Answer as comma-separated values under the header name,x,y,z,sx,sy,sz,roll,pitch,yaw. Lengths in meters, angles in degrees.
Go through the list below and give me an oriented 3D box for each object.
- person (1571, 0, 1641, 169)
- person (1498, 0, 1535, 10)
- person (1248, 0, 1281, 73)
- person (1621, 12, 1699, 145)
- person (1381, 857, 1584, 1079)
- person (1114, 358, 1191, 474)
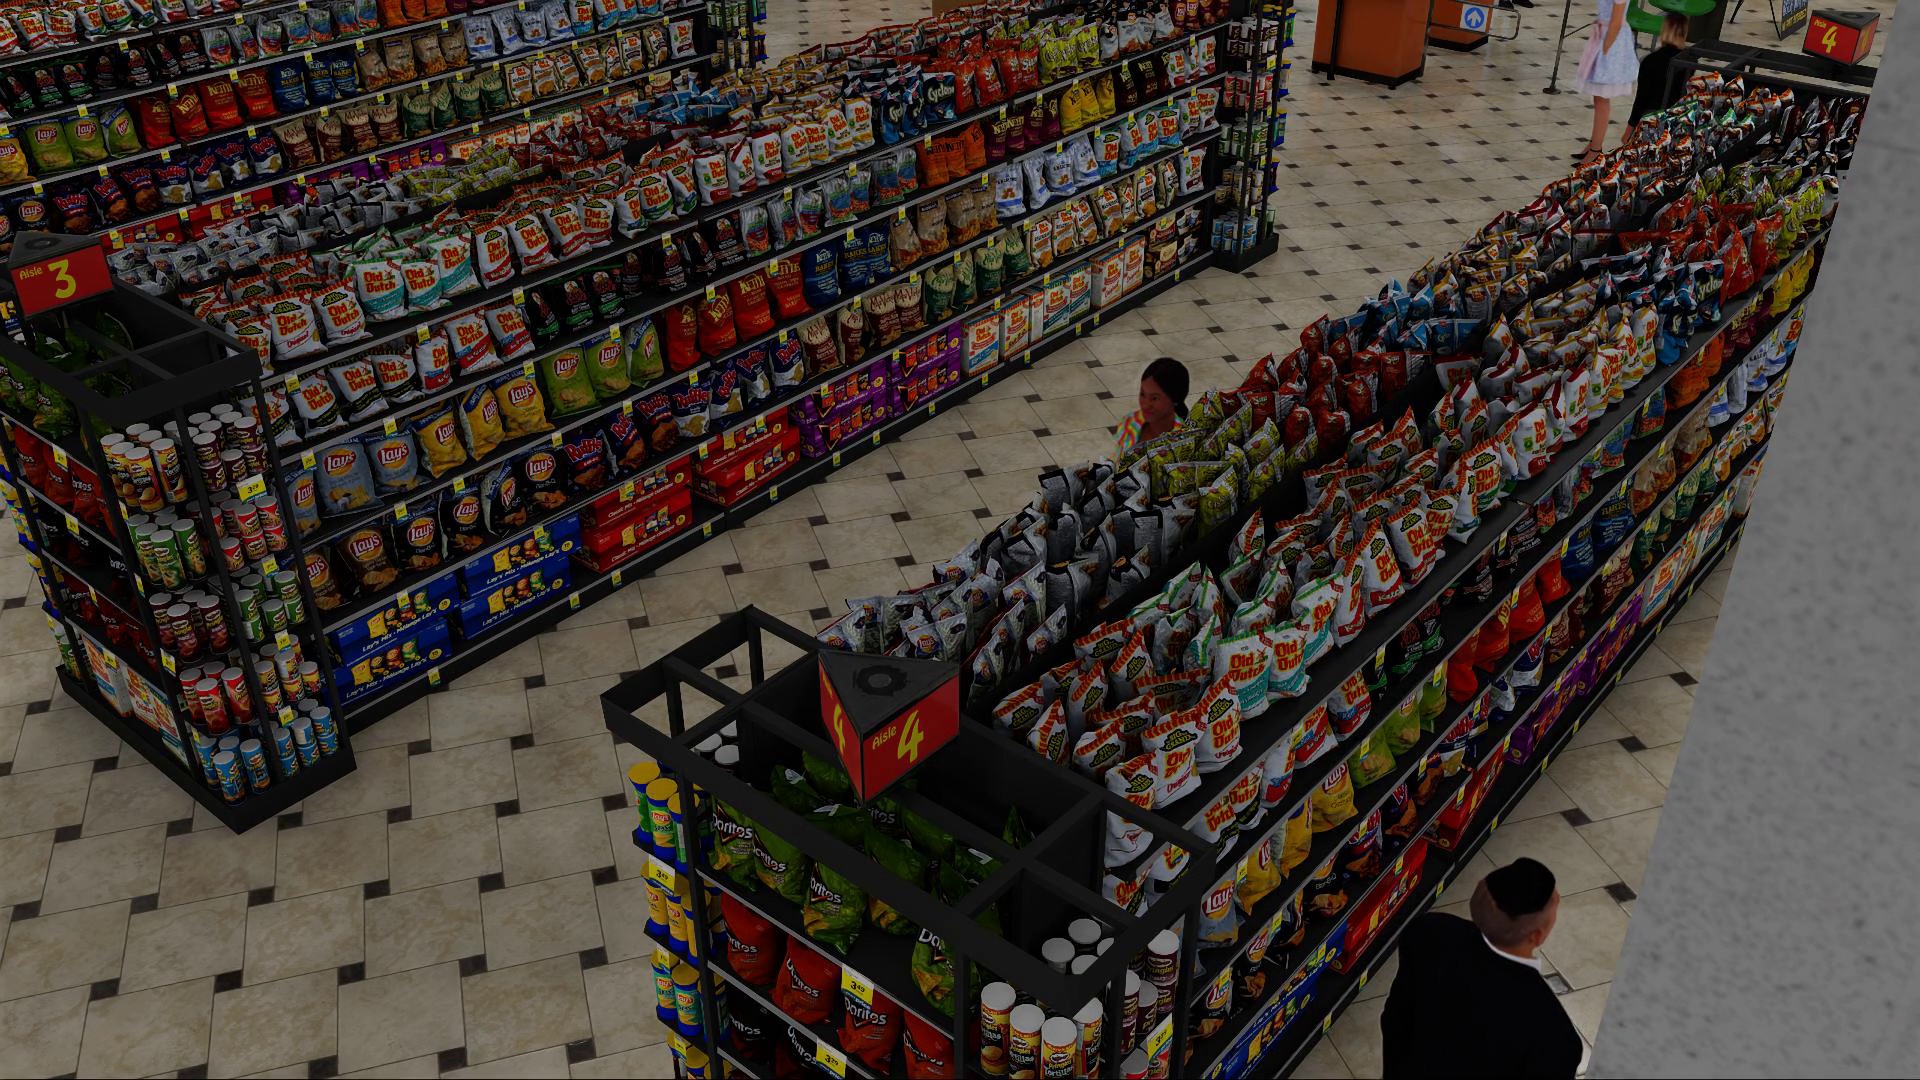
name,x,y,z,sx,sy,sz,roll,pitch,yaw
person,5.160,-3.865,13.234,0.854,1.818,0.763,12,34,18
person,6.017,-6.589,17.609,0.682,1.820,0.810,-11,34,-18
person,2.865,-5.138,15.404,0.724,1.685,0.569,13,34,20
person,4.941,-2.908,11.839,0.640,1.666,0.741,-9,33,-14
person,1.315,1.549,4.407,0.684,1.950,0.769,-20,37,-29
person,0.803,0.051,6.963,0.625,1.792,0.552,19,37,28
